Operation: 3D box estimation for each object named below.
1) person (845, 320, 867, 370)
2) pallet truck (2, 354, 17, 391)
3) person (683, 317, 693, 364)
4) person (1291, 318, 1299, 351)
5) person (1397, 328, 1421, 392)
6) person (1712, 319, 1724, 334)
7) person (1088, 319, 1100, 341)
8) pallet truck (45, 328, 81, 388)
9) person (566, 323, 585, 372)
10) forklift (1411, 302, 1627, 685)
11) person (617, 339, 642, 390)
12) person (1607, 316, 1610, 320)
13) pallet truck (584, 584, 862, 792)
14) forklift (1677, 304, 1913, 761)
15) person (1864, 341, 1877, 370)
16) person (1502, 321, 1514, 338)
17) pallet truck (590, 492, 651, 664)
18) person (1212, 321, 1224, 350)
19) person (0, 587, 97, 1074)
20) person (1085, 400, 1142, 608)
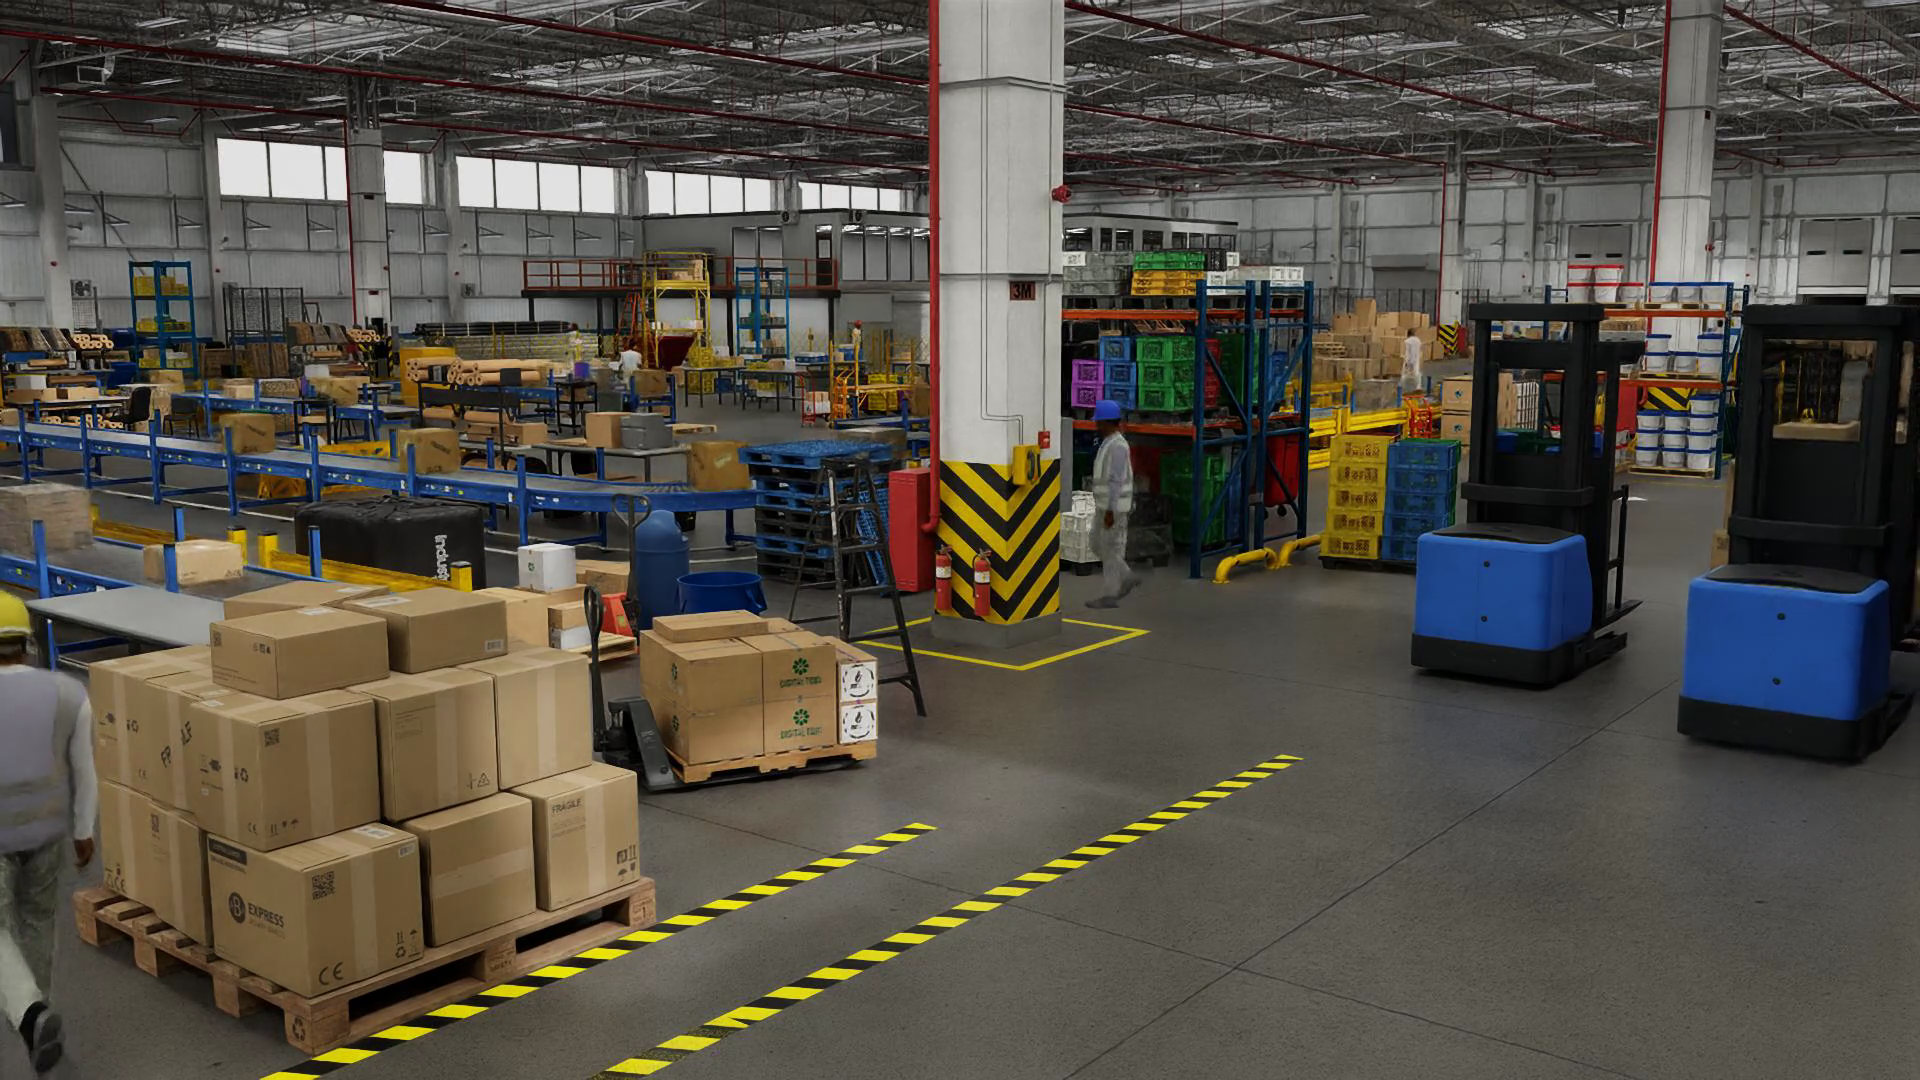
[{"bbox_3d":[-3.942,-7.363,62.814,0.829,1.914,0.553,4,9,25],"label":"person"},{"bbox_3d":[-24.881,-4.417,42.634,1.885,1.965,0.823,8,11,41],"label":"pallet truck"},{"bbox_3d":[-11.146,-8.199,68.414,0.629,1.911,0.631,0,8,0],"label":"person"},{"bbox_3d":[16.928,-10.403,83.995,0.321,1.696,0.536,7,11,39],"label":"person"},{"bbox_3d":[13.125,-5.224,48.485,0.646,1.882,1.044,-4,9,-26],"label":"person"},{"bbox_3d":[30.794,-8.022,67.465,0.633,1.841,0.429,-2,9,-12],"label":"person"},{"bbox_3d":[5.021,-7.148,61.005,0.958,2.000,0.611,-2,9,-10],"label":"person"},{"bbox_3d":[-23.775,-4.544,43.495,1.885,1.965,0.823,6,10,35],"label":"pallet truck"},{"bbox_3d":[-13.412,-6.628,57.990,0.619,1.865,0.413,1,9,9],"label":"person"},{"bbox_3d":[4.379,-0.438,12.852,1.129,2.768,1.873,7,11,37],"label":"forklift"},{"bbox_3d":[-7.771,-3.810,39.122,0.587,1.831,0.537,-3,9,-18],"label":"person"},{"bbox_3d":[28.516,-8.861,72.909,0.599,1.904,0.707,-4,9,-26],"label":"person"},{"bbox_3d":[-1.426,0.805,10.019,1.601,1.201,0.680,-4,9,-26],"label":"pallet truck"},{"bbox_3d":[5.560,-0.146,10.880,1.129,2.768,1.873,7,11,37],"label":"forklift"},{"bbox_3d":[34.809,-7.415,62.992,0.655,1.947,0.959,-3,9,-22],"label":"person"},{"bbox_3d":[26.001,-9.775,78.807,0.647,1.978,0.550,-3,9,-19],"label":"person"},{"bbox_3d":[-3.115,0.344,12.883,0.653,1.274,1.630,7,11,37],"label":"pallet truck"},{"bbox_3d":[7.836,-5.689,51.066,0.536,2.000,0.681,7,11,39],"label":"person"},{"bbox_3d":[-3.527,1.080,6.209,0.727,1.813,0.596,8,11,42],"label":"person"},{"bbox_3d":[1.392,-0.325,15.265,0.469,1.930,0.624,-1,8,-7],"label":"person"}]
